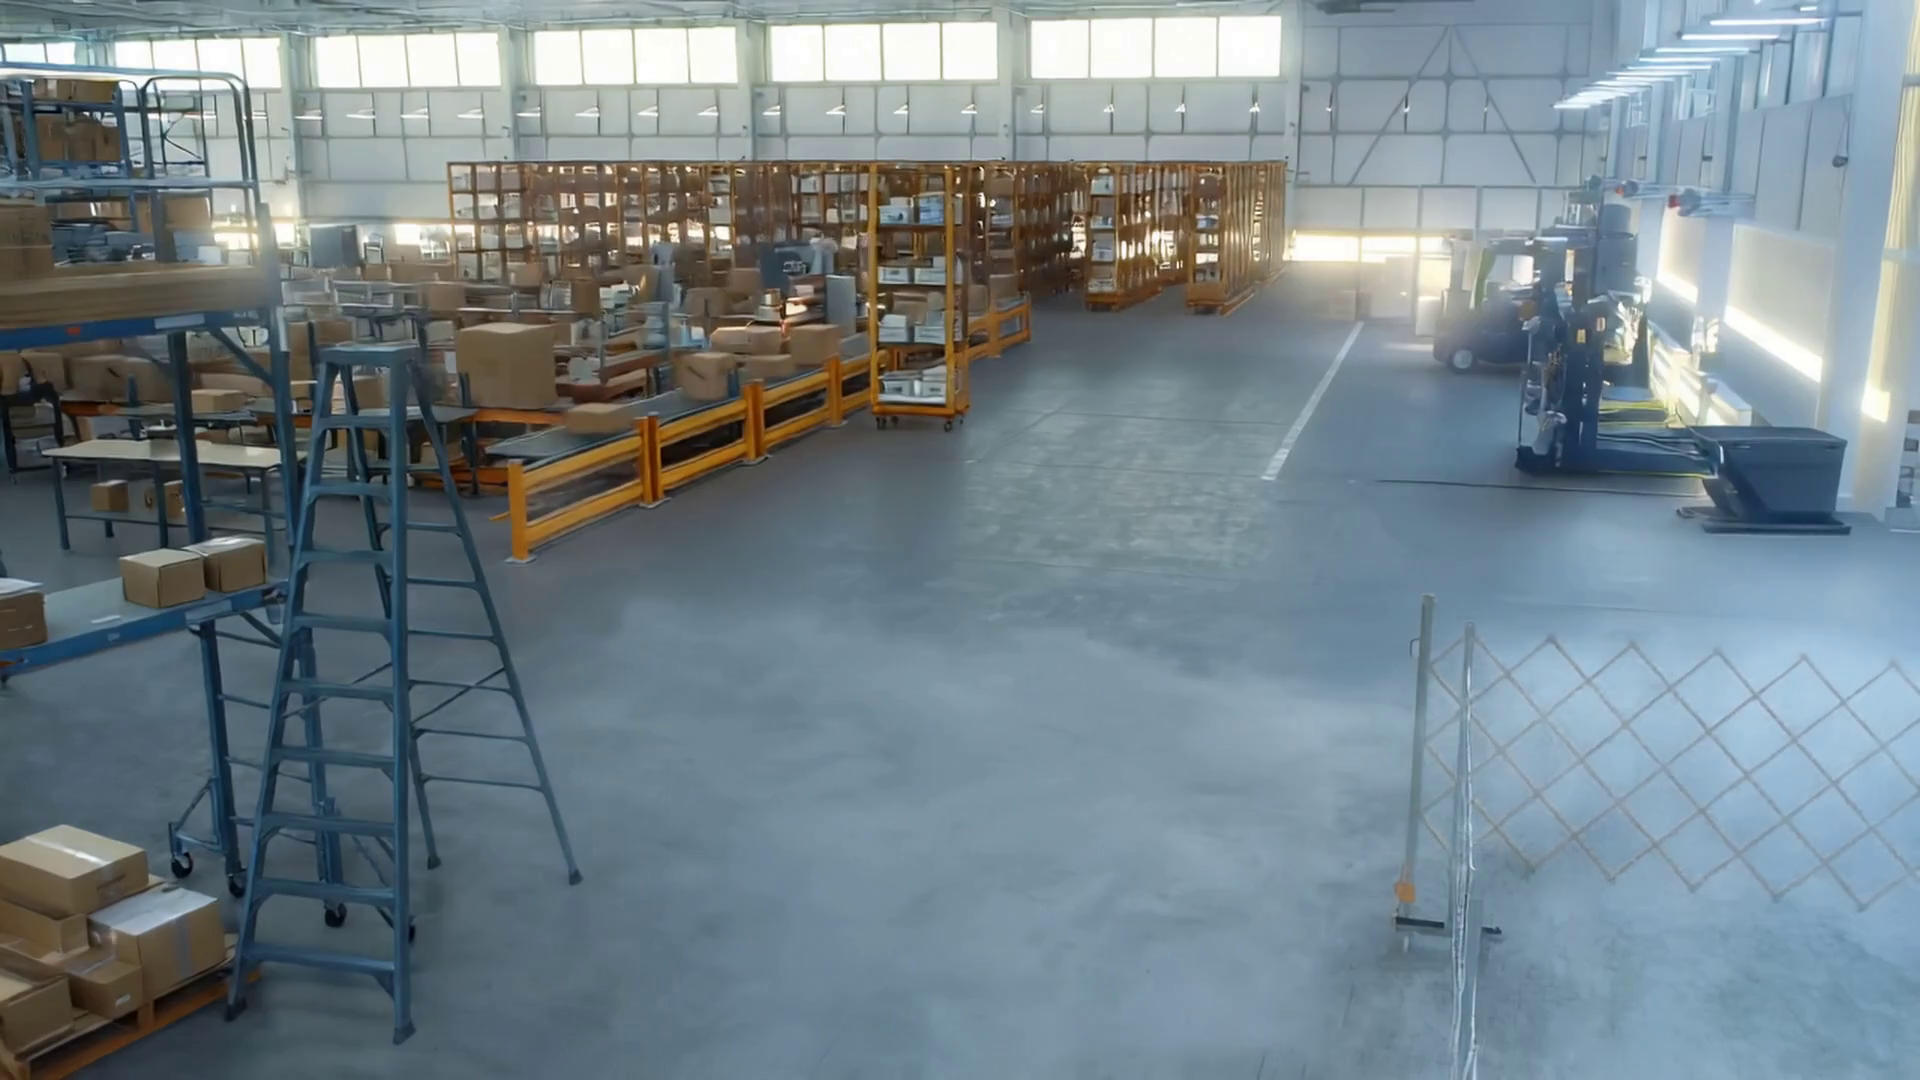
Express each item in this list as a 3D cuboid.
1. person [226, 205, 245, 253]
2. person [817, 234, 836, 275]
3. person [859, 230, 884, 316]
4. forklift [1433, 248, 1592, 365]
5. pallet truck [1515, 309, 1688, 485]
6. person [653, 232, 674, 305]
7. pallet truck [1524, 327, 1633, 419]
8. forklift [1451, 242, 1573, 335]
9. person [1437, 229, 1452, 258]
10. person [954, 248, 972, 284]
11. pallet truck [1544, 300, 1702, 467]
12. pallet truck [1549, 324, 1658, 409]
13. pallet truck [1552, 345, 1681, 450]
[{"bbox_3d":[-27.163,-11.604,62.433,0.631,1.936,1.020,-2,13,-10],"label":"person"},{"bbox_3d":[-3.427,-6.830,42.145,0.807,1.791,0.605,-4,14,-18],"label":"person"},{"bbox_3d":[-2.116,-6.310,39.394,0.612,2.028,0.500,-12,18,-42],"label":"person"},{"bbox_3d":[9.780,-4.111,29.280,2.680,1.987,1.157,3,13,14],"label":"forklift"},{"bbox_3d":[7.554,-1.677,19.446,1.885,1.965,0.823,3,13,14],"label":"pallet truck"},{"bbox_3d":[-7.556,-6.921,42.416,0.565,1.850,0.390,-10,16,-36],"label":"person"},{"bbox_3d":[9.065,-2.460,24.370,1.522,1.261,0.704,3,13,14],"label":"pallet truck"},{"bbox_3d":[10.464,-4.597,31.405,2.680,1.987,1.157,4,14,16],"label":"forklift"},{"bbox_3d":[12.346,-6.792,41.682,0.768,1.949,0.390,3,13,14],"label":"person"},{"bbox_3d":[-0.009,-5.604,36.973,0.779,1.724,0.541,7,15,28],"label":"person"},{"bbox_3d":[8.263,-1.952,20.631,1.885,1.965,0.823,5,14,20],"label":"pallet truck"},{"bbox_3d":[9.824,-2.669,25.407,1.601,1.201,0.680,4,14,16],"label":"pallet truck"},{"bbox_3d":[8.641,-1.896,21.908,1.630,1.274,0.653,4,14,16],"label":"pallet truck"}]
